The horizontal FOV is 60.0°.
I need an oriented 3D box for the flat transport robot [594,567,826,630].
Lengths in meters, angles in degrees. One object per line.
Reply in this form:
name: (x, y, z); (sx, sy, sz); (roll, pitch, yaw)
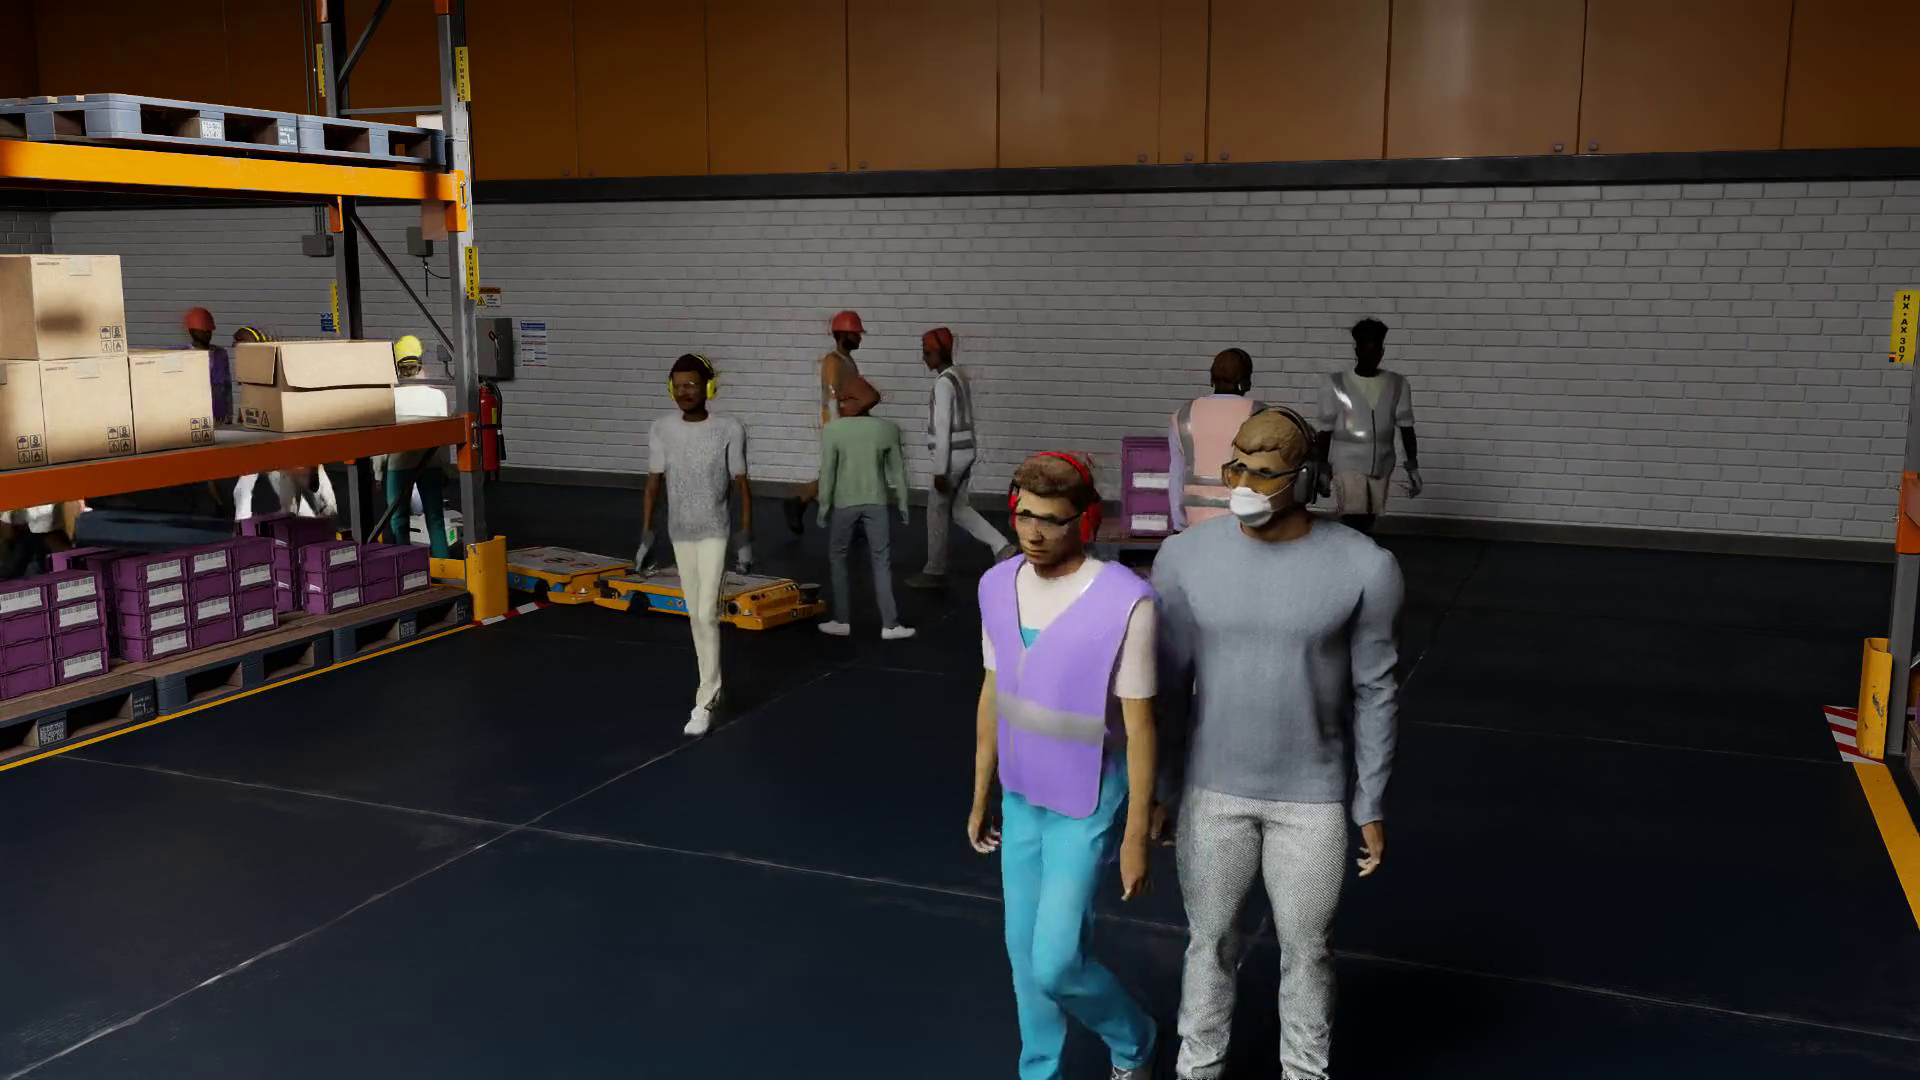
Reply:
flat transport robot: (-1.635, 0.357, 10.829); (1.431, 0.197, 0.652); (6, 11, 32)

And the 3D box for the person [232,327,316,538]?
person: (-5.317, -0.726, 12.759); (0.934, 1.826, 0.535); (-5, 11, -30)

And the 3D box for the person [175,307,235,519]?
person: (-6.877, -1.153, 15.047); (0.821, 1.909, 0.548); (6, 11, 34)

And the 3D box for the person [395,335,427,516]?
person: (-4.447, -0.819, 13.598); (0.342, 1.720, 0.567); (-3, 10, -20)

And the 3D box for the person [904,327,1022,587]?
person: (0.013, -0.563, 11.624); (0.773, 1.859, 0.597); (2, 10, 13)

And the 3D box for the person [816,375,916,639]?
person: (-0.575, -0.196, 10.142); (0.620, 1.613, 0.392); (-2, 10, -11)

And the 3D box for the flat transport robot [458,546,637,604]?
flat transport robot: (-2.851, 0.227, 11.616); (1.431, 0.197, 0.652); (8, 12, 40)

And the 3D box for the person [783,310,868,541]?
person: (-1.025, -0.929, 13.666); (0.804, 1.916, 0.554); (3, 10, 20)

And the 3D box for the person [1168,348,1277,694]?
person: (1.409, -0.082, 8.749); (0.631, 1.841, 0.429); (5, 11, 28)

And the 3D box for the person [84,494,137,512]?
person: (-7.978, -1.155, 15.251); (0.785, 1.835, 0.499); (1, 9, 4)

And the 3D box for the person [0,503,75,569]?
person: (-5.828, -0.396, 10.259); (1.022, 1.964, 0.688); (-3, 10, -17)

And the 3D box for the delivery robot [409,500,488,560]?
delivery robot: (-3.778, -0.052, 12.163); (0.707, 0.478, 0.477); (8, 12, 39)

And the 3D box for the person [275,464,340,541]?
person: (-4.842, -0.517, 12.120); (0.525, 1.603, 0.803); (7, 12, 37)

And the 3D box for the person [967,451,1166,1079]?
person: (0.264, 0.674, 4.213); (0.451, 1.821, 0.604); (-8, 12, -39)

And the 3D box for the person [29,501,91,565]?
person: (-7.037, -0.764, 12.779); (0.371, 1.887, 0.683); (7, 12, 37)

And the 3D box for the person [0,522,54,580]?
person: (-5.914, -0.419, 10.526); (0.625, 1.954, 0.998); (3, 10, 18)

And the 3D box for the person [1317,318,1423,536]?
person: (2.671, -0.467, 10.816); (0.624, 1.916, 0.973); (-2, 9, -9)

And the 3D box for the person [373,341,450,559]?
person: (-3.770, -0.481, 11.424); (0.533, 1.760, 0.342); (-7, 12, -36)

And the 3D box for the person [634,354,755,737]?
person: (-1.318, 0.023, 8.124); (0.506, 1.839, 0.848); (3, 10, 16)

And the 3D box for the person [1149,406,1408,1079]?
person: (0.764, 0.632, 4.132); (0.630, 1.936, 0.369); (3, 10, 19)
